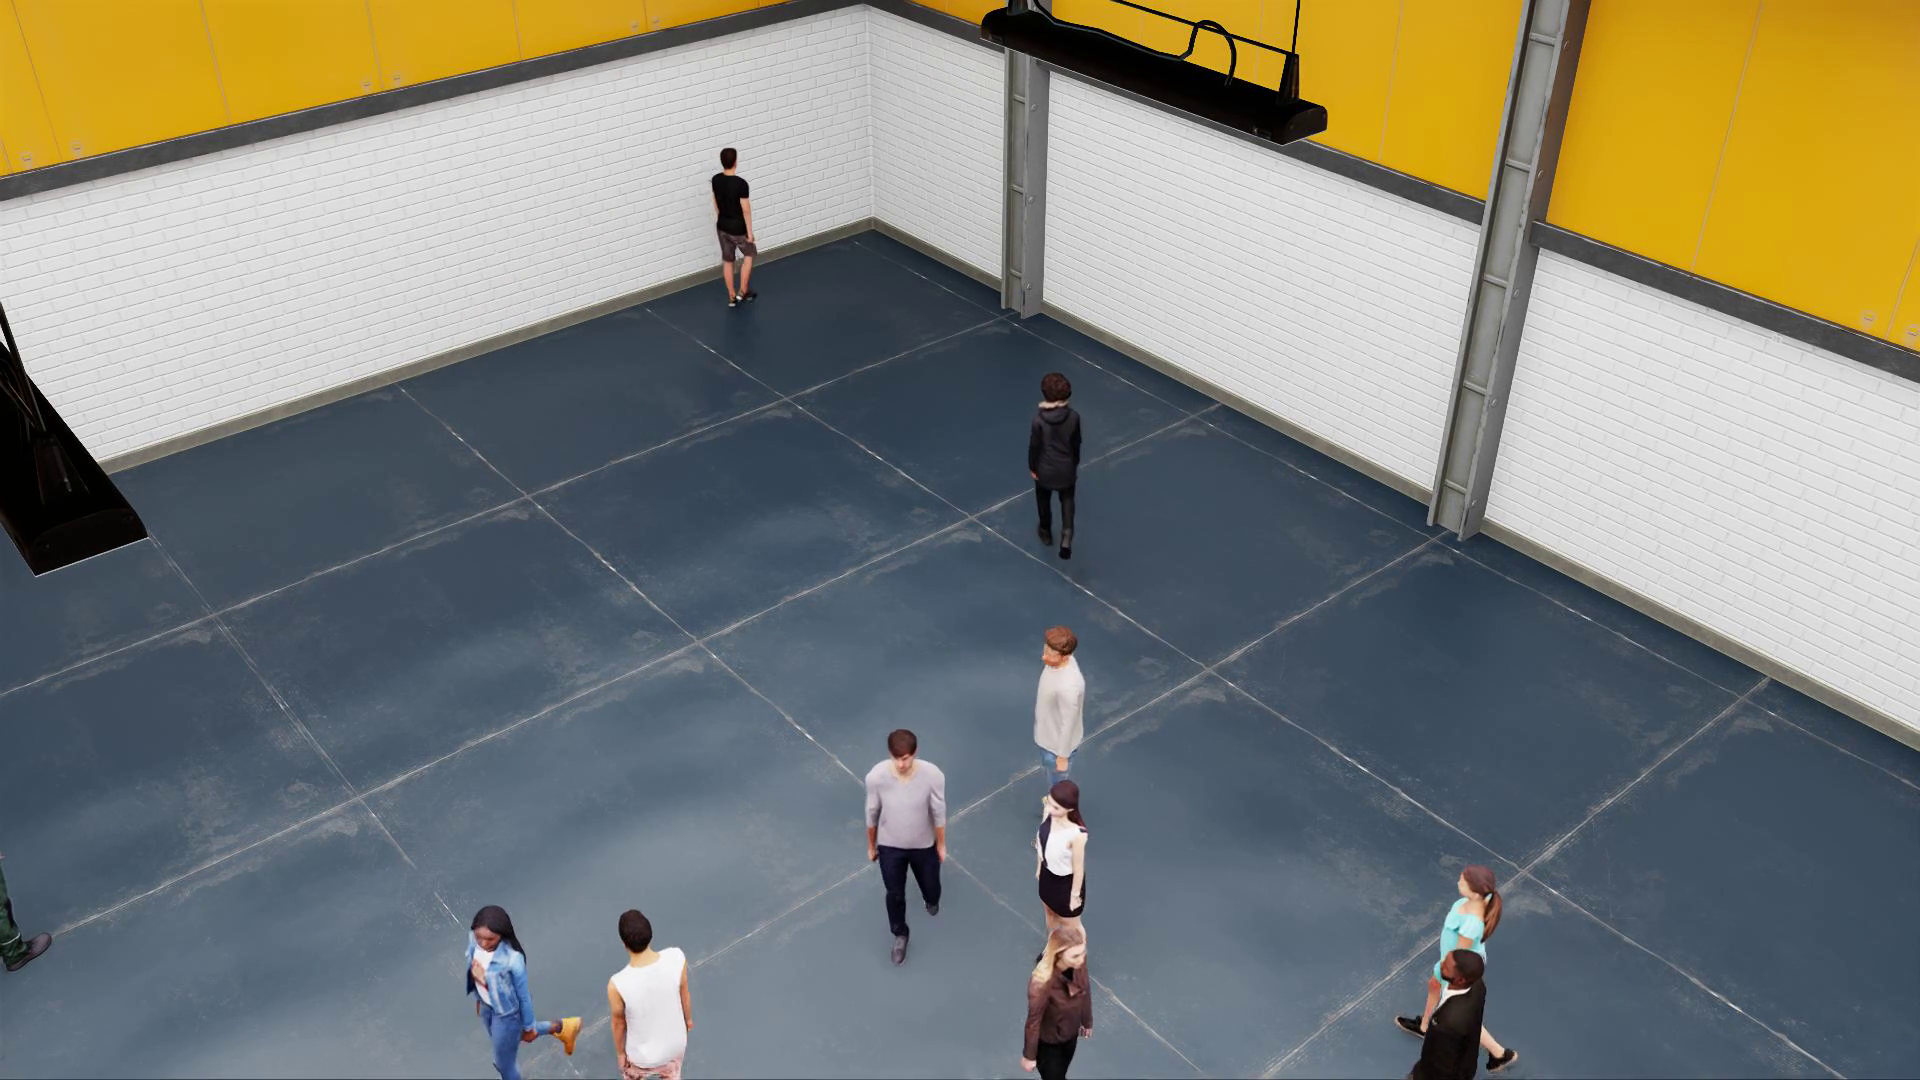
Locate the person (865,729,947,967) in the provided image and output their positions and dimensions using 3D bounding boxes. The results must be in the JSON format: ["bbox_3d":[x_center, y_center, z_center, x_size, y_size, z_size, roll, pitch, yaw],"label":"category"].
[{"bbox_3d":[-0.335,1.883,10.713,0.926,1.832,0.990,2,34,3],"label":"person"}]

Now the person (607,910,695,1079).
[{"bbox_3d":[-1.684,2.840,9.325,0.706,1.775,0.787,-18,38,-25],"label":"person"}]

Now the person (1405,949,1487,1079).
[{"bbox_3d":[2.760,2.951,9.147,0.694,1.788,0.714,22,40,30],"label":"person"}]

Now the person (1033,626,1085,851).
[{"bbox_3d":[0.685,1.321,11.500,0.920,1.897,0.754,-1,34,-2],"label":"person"}]

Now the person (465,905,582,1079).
[{"bbox_3d":[-2.555,2.683,9.642,0.943,1.685,0.753,27,42,35],"label":"person"}]

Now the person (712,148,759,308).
[{"bbox_3d":[-2.608,-3.502,18.797,0.720,1.852,0.844,13,36,19],"label":"person"}]

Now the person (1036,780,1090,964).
[{"bbox_3d":[0.648,2.143,10.489,0.613,1.647,0.476,-22,39,-29],"label":"person"}]

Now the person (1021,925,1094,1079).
[{"bbox_3d":[0.484,2.784,9.482,0.615,1.694,0.665,26,42,34],"label":"person"}]

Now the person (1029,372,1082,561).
[{"bbox_3d":[0.859,-0.623,14.543,0.926,1.765,1.085,-6,34,-8],"label":"person"}]

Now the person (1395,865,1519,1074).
[{"bbox_3d":[3.072,2.573,9.941,1.046,1.537,0.742,19,38,27],"label":"person"}]
